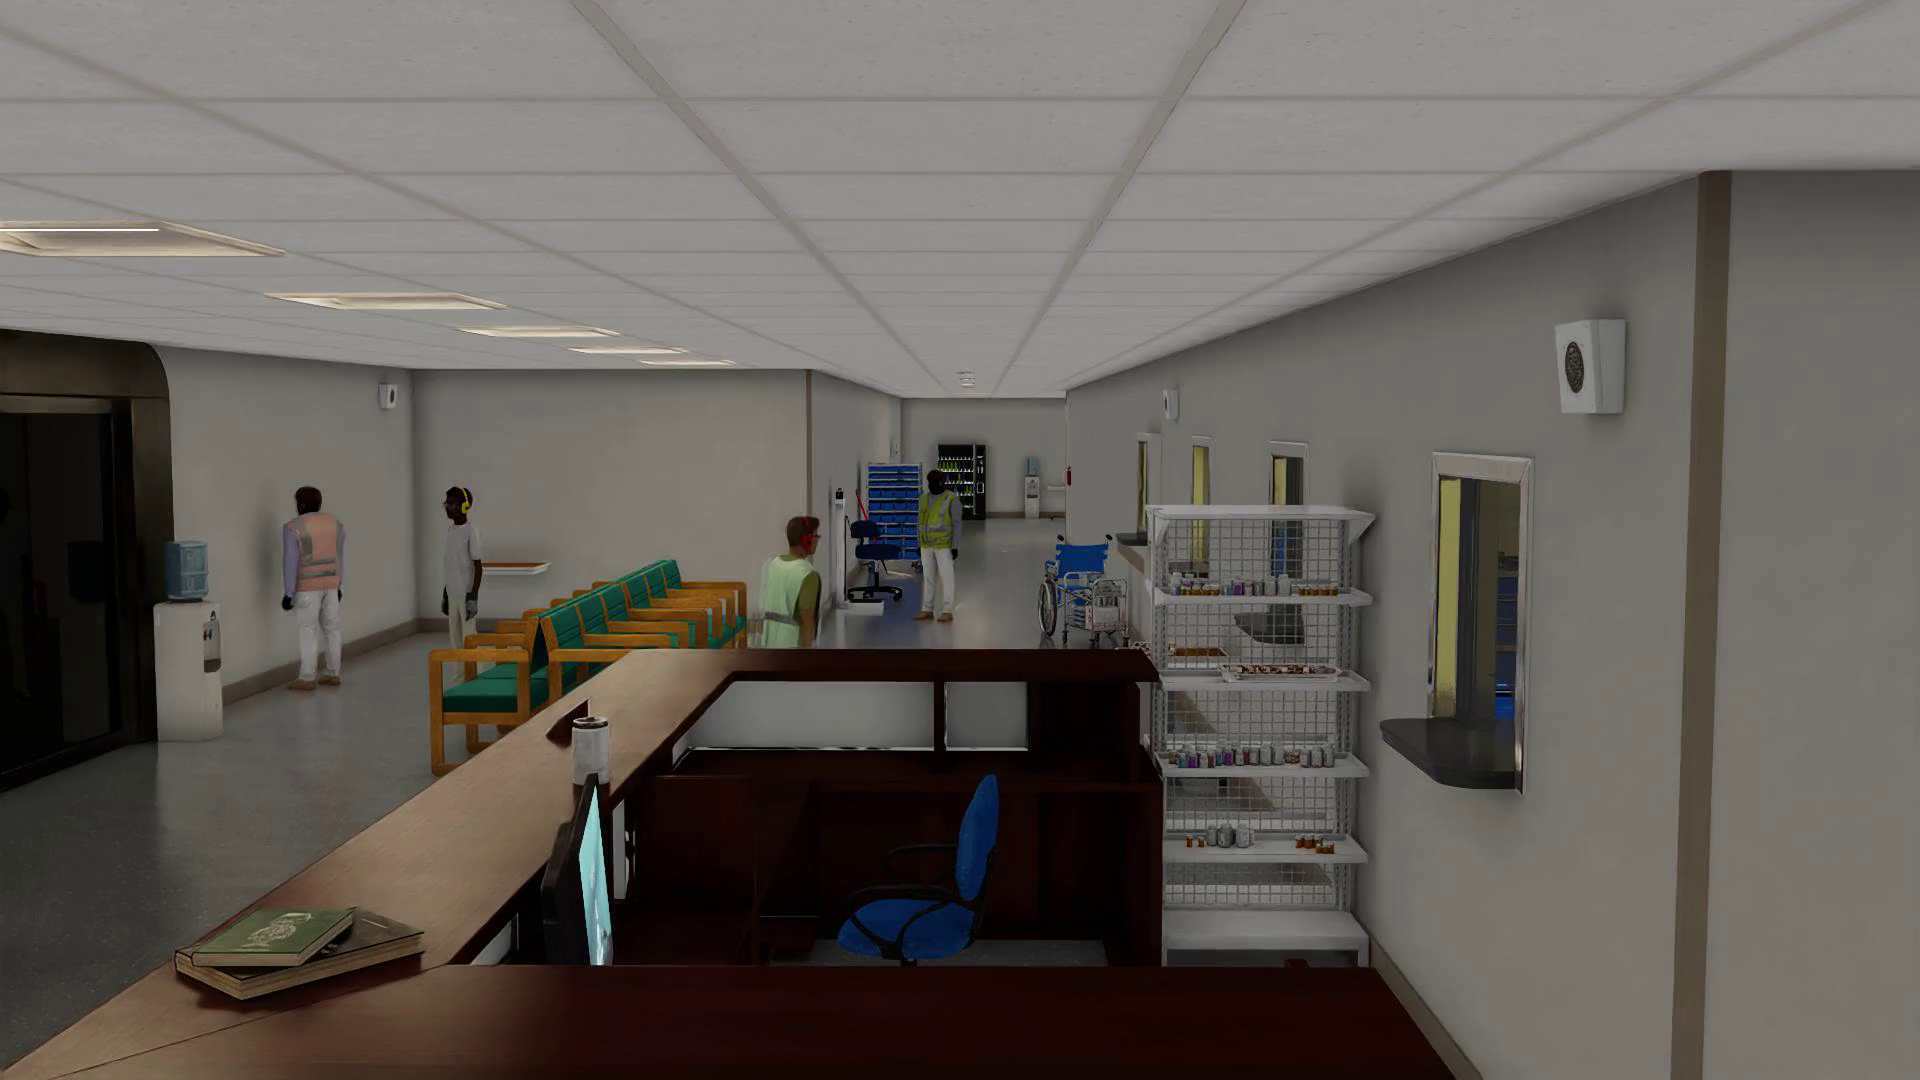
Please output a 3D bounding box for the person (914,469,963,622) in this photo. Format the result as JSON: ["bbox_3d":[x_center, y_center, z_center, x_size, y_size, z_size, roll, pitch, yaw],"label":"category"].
[{"bbox_3d":[-0.277,0.069,20.091,0.624,1.845,0.430,3,5,37],"label":"person"}]

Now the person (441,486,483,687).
[{"bbox_3d":[-4.245,0.479,14.106,0.513,1.875,0.328,4,6,43],"label":"person"}]

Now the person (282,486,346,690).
[{"bbox_3d":[-5.836,0.433,15.004,0.430,1.842,0.634,3,5,32],"label":"person"}]
